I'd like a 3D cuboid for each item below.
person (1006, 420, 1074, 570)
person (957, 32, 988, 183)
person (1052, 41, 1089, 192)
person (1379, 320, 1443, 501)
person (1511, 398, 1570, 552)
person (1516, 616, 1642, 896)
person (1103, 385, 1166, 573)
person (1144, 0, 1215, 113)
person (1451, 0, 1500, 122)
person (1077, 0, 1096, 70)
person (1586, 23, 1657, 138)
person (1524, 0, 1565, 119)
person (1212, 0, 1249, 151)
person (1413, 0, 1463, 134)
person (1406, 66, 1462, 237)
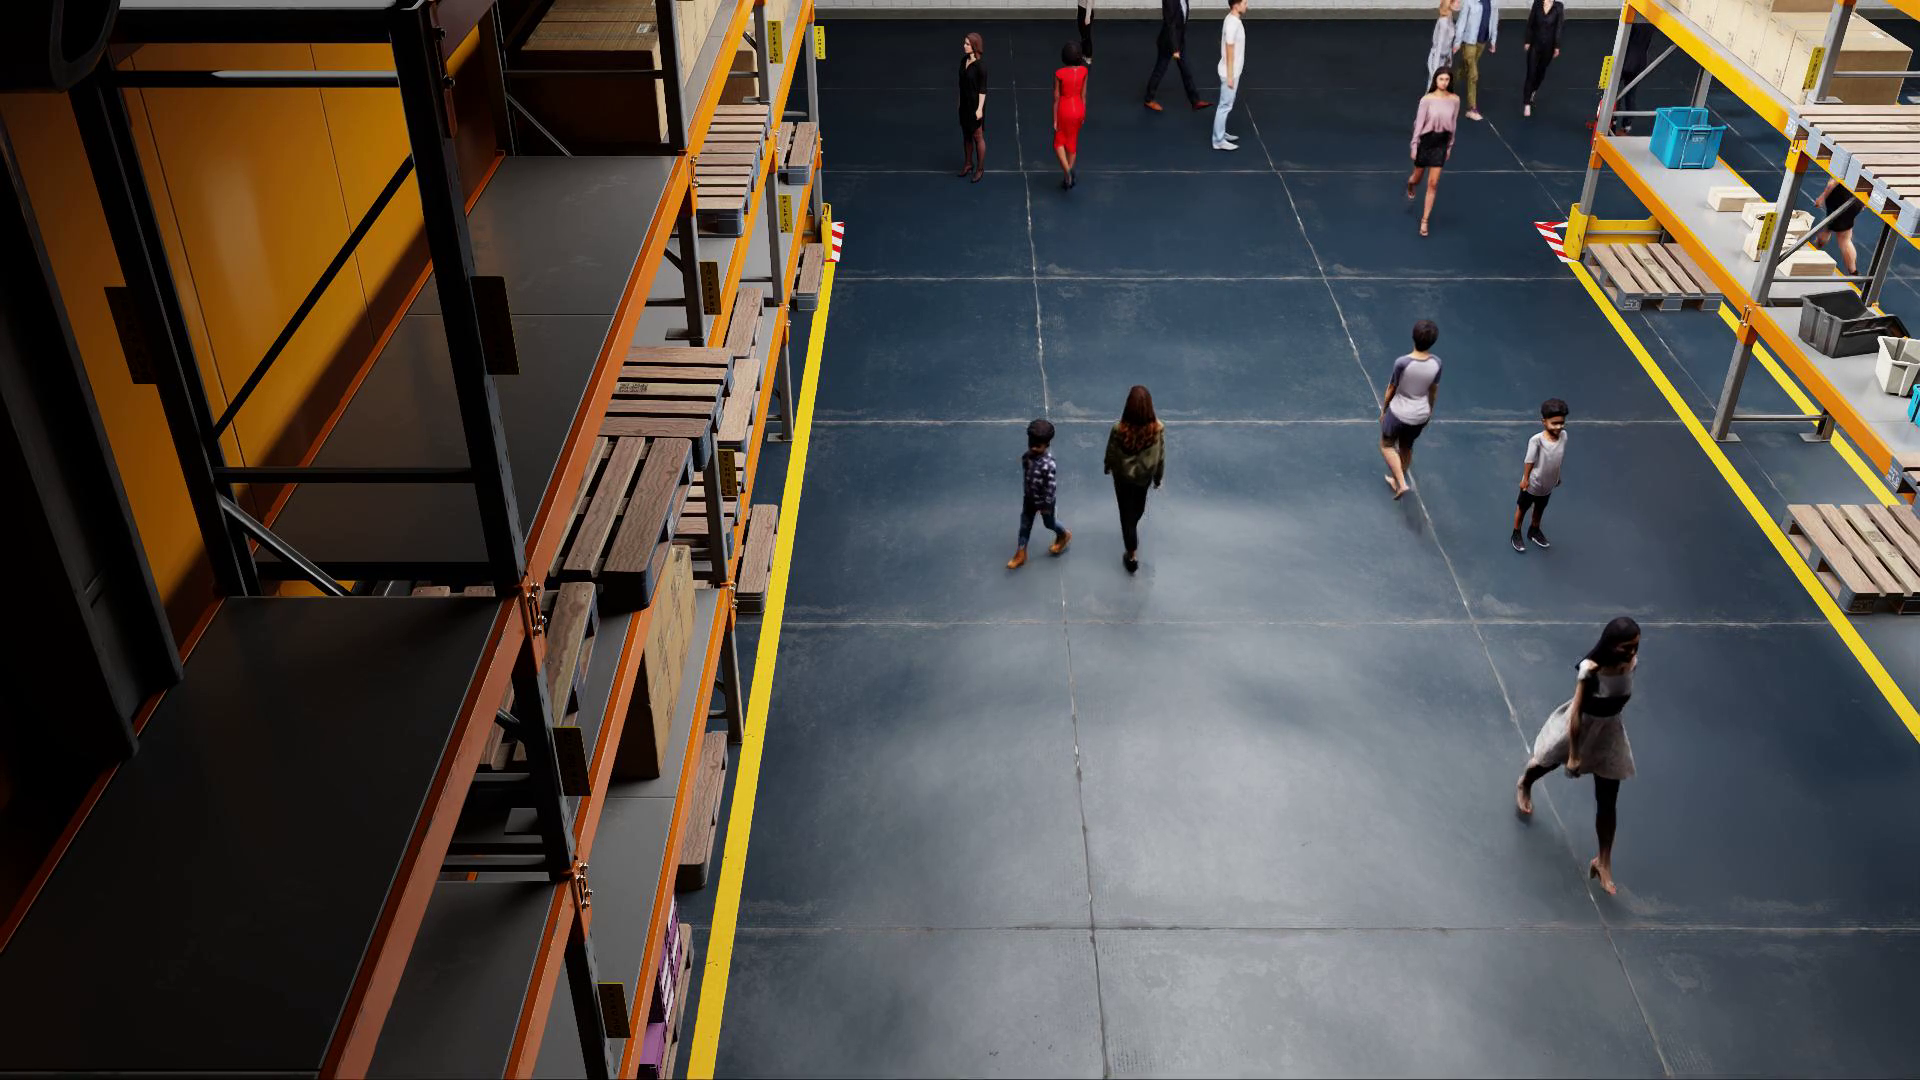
[{"bbox_3d":[0.643,-0.366,12.575,0.811,1.230,0.887,28,43,35],"label":"person"},{"bbox_3d":[0.146,-4.969,19.068,0.713,1.707,0.629,-24,41,-32],"label":"person"},{"bbox_3d":[1.253,-4.697,18.637,0.708,1.732,0.843,-11,35,-16],"label":"person"},{"bbox_3d":[3.589,-0.992,13.230,0.647,1.546,0.809,-5,34,-8],"label":"person"},{"bbox_3d":[4.472,-0.517,12.774,0.540,1.260,0.548,-8,35,-12],"label":"person"},{"bbox_3d":[3.637,1.151,9.853,0.829,1.716,1.267,-8,35,-12],"label":"person"},{"bbox_3d":[1.313,-0.435,12.487,0.644,1.440,0.956,-3,34,-5],"label":"person"},{"bbox_3d":[2.597,-6.259,20.963,1.200,1.757,1.202,24,40,31],"label":"person"},{"bbox_3d":[6.424,-6.265,20.964,1.013,1.766,1.295,-17,37,-24],"label":"person"},{"bbox_3d":[1.713,-7.153,22.556,0.641,1.483,0.483,-7,34,-10],"label":"person"},{"bbox_3d":[8.134,-5.695,20.083,0.875,1.792,0.991,-10,35,-15],"label":"person"},{"bbox_3d":[7.321,-6.199,20.951,0.785,1.671,1.097,12,35,17],"label":"person"},{"bbox_3d":[3.223,-5.632,19.931,0.765,1.857,0.552,5,34,8],"label":"person"},{"bbox_3d":[5.727,-5.789,20.234,0.768,1.781,0.650,11,35,16],"label":"person"},{"bbox_3d":[5.031,-4.204,17.840,0.637,1.792,1.016,1,34,1],"label":"person"}]
